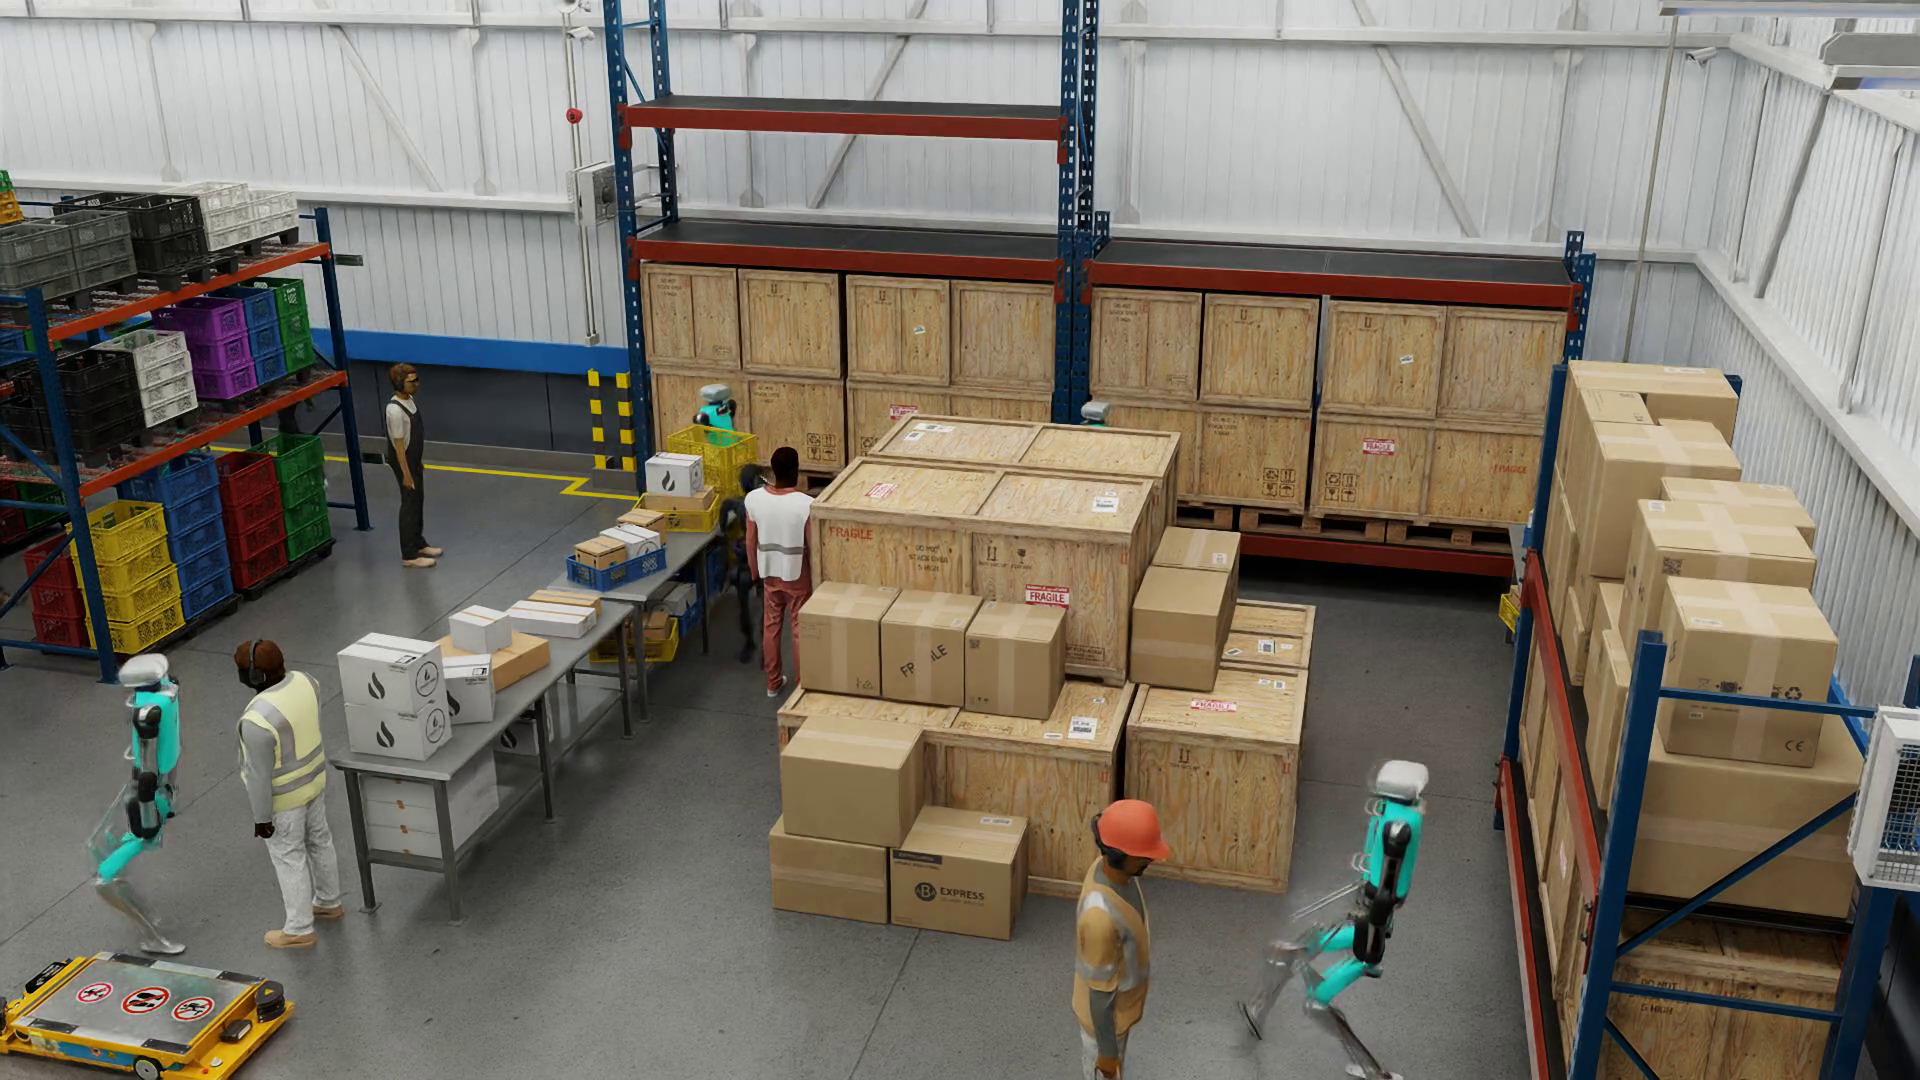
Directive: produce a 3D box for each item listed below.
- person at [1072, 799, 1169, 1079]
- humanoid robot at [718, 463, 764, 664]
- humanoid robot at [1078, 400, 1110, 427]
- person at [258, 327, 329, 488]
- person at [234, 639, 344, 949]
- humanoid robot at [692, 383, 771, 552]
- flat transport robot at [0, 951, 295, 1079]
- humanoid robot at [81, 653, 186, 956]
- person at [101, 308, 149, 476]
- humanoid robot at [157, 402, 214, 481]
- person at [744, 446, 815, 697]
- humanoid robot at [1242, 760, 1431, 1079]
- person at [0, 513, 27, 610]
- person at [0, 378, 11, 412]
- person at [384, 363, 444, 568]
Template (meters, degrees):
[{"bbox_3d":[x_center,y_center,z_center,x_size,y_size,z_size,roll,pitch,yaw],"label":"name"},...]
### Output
[{"bbox_3d":[0.684,2.036,7.249,0.379,2.037,0.605,4,21,10],"label":"person"},{"bbox_3d":[-1.535,0.180,12.615,0.585,1.640,0.399,1,21,2],"label":"humanoid robot"},{"bbox_3d":[1.316,-0.204,13.683,0.729,1.894,0.539,5,21,12],"label":"humanoid robot"},{"bbox_3d":[-6.752,-1.412,16.560,1.002,1.814,0.536,10,23,24],"label":"person"},{"bbox_3d":[-3.737,1.393,9.214,0.429,1.837,0.622,3,21,9],"label":"person"},{"bbox_3d":[-1.888,-0.459,14.183,1.008,1.729,0.558,9,23,23],"label":"humanoid robot"},{"bbox_3d":[-4.270,2.464,8.601,1.431,0.231,0.659,5,22,13],"label":"flat transport robot"},{"bbox_3d":[-4.582,1.490,9.096,0.782,1.787,0.534,-5,21,-13],"label":"humanoid robot"},{"bbox_3d":[-8.587,-1.521,16.962,0.869,1.726,0.534,12,24,29],"label":"person"},{"bbox_3d":[-7.267,-0.905,15.463,0.549,1.830,0.830,16,26,35],"label":"humanoid robot"},{"bbox_3d":[-1.260,0.254,12.073,0.595,1.916,0.374,8,22,19],"label":"person"},{"bbox_3d":[1.768,1.847,8.185,0.940,1.778,0.545,8,22,19],"label":"humanoid robot"},{"bbox_3d":[-8.025,-0.276,13.332,0.614,2.020,0.750,10,23,23],"label":"person"},{"bbox_3d":[-9.706,-1.373,16.439,0.505,1.849,0.760,2,21,5],"label":"person"},{"bbox_3d":[-4.814,-0.652,14.564,0.343,1.839,0.499,-2,21,-6],"label":"person"}]
